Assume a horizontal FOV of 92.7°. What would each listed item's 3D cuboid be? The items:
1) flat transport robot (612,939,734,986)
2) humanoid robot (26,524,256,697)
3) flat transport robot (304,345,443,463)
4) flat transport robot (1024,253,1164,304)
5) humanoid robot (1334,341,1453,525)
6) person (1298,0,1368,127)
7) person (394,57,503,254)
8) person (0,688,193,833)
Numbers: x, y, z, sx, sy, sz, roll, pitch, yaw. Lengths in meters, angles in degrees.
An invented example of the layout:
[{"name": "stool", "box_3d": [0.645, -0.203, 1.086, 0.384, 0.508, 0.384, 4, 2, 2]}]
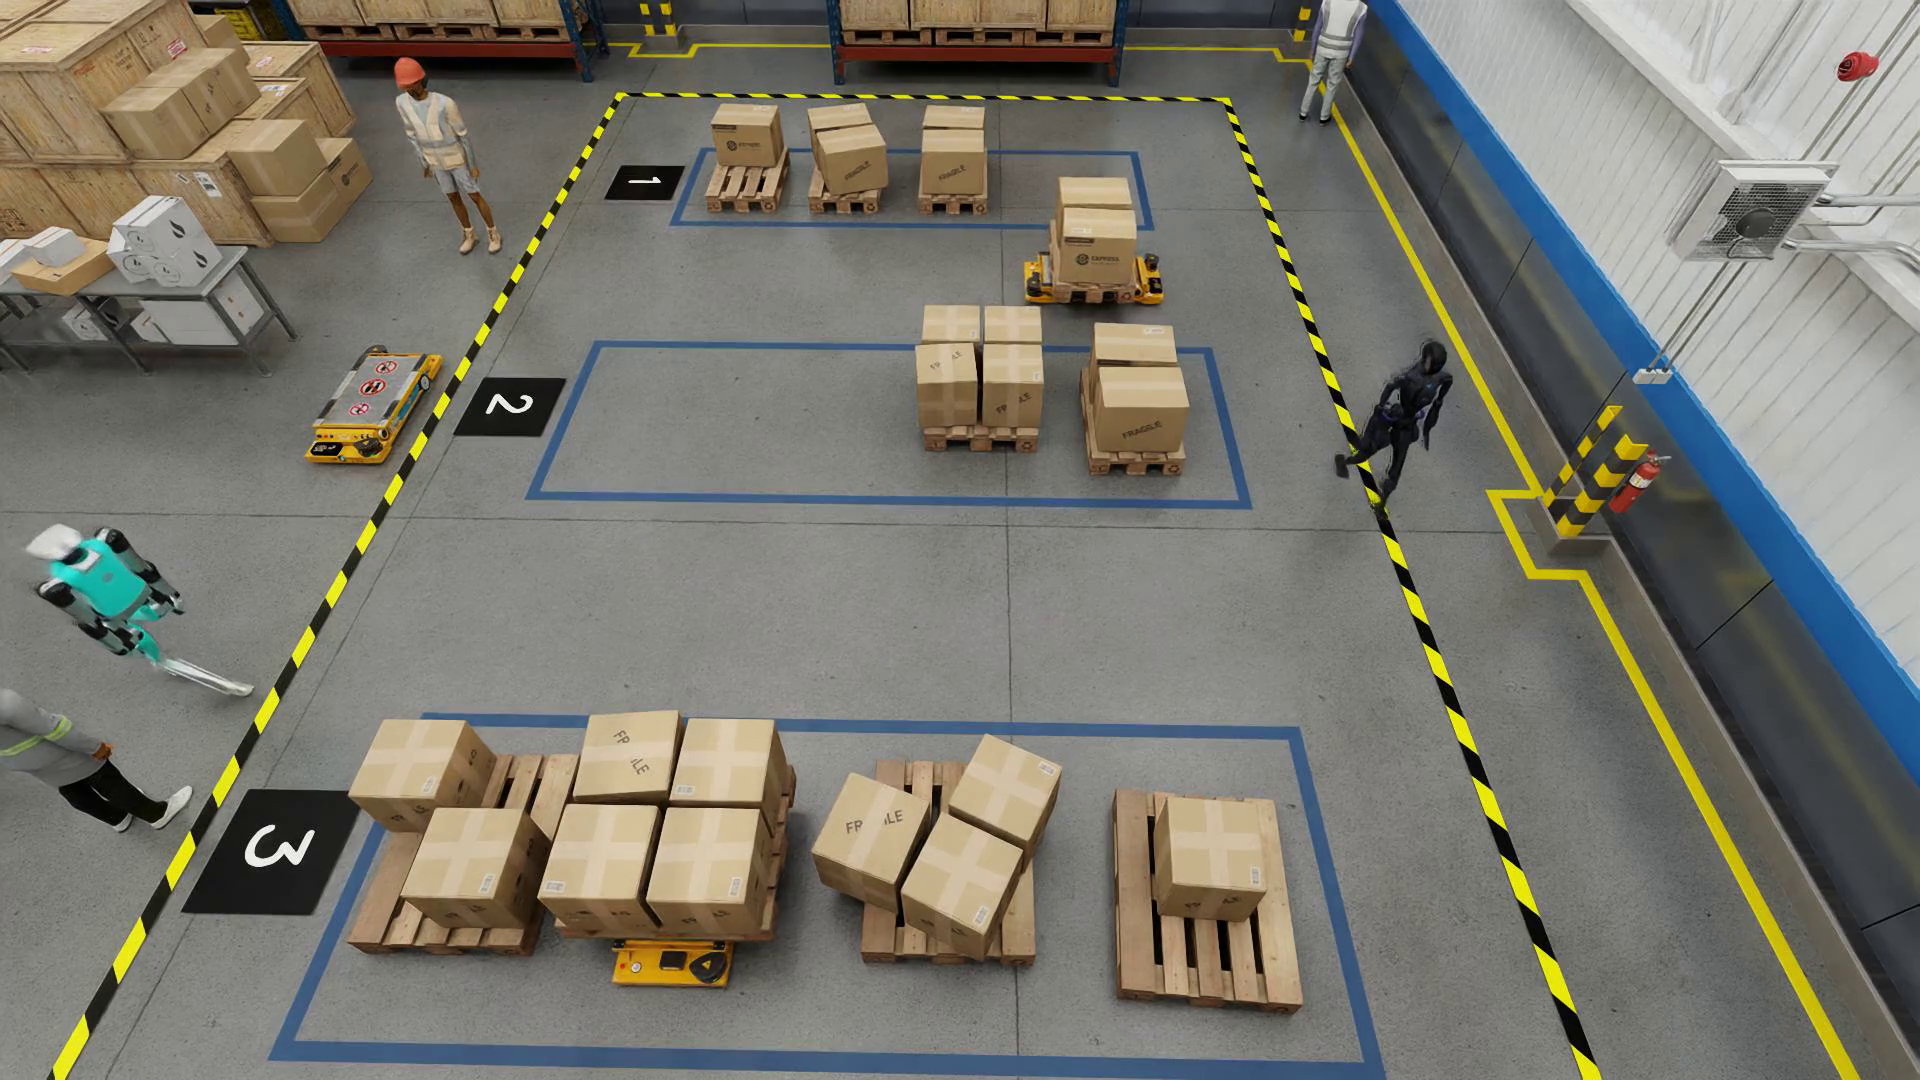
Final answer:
[{"name": "flat transport robot", "box_3d": [-1.659, 1.971, 5.681, 0.652, 0.197, 1.431, 1, 50, 1]}, {"name": "humanoid robot", "box_3d": [-5.525, 0.496, 6.019, 1.047, 1.752, 0.540, 10, 50, 8]}, {"name": "flat transport robot", "box_3d": [-5.383, -1.269, 8.441, 0.659, 0.231, 1.431, 1, 50, 1]}, {"name": "flat transport robot", "box_3d": [1.409, -2.783, 9.704, 1.431, 0.197, 0.652, 1, 50, 1]}, {"name": "humanoid robot", "box_3d": [3.443, -0.929, 7.261, 0.589, 1.638, 0.752, -7, 50, -6]}, {"name": "person", "box_3d": [4.724, -6.199, 11.584, 0.596, 1.836, 0.404, 23, 53, 18]}, {"name": "person", "box_3d": [-5.342, -3.952, 9.548, 0.606, 2.048, 0.366, 0, 50, 0]}, {"name": "person", "box_3d": [-5.313, 1.177, 5.334, 0.599, 1.850, 0.391, -1, 50, -1]}]
